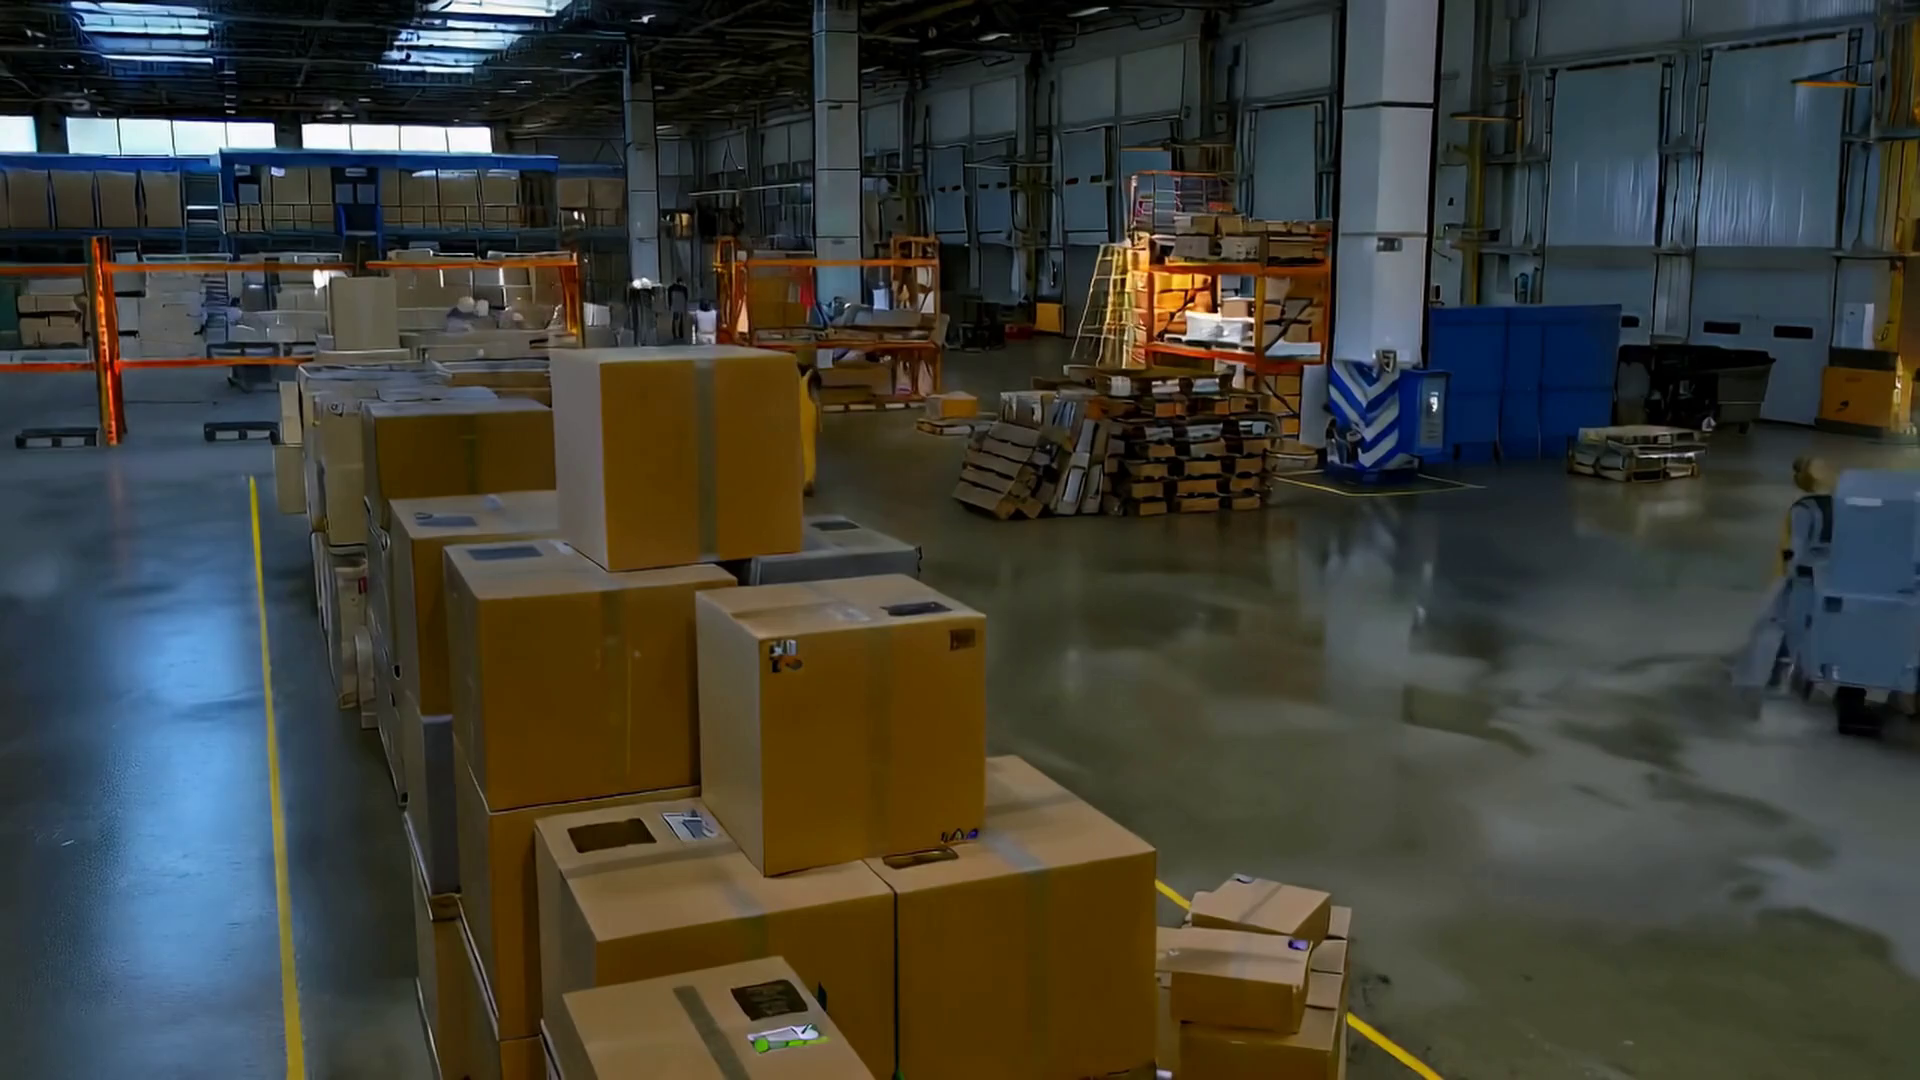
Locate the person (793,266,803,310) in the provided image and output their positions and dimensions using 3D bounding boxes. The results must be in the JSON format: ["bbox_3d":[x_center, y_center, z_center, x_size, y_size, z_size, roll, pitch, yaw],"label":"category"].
[{"bbox_3d":[-6.794,-10.621,69.661,0.396,1.993,0.617,-4,11,-19],"label":"person"}]

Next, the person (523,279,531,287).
[{"bbox_3d":[-15.597,-8.849,60.176,0.947,1.902,0.559,-5,11,-26],"label":"person"}]

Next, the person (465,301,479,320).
[{"bbox_3d":[-8.626,-3.411,30.259,0.915,1.890,0.584,-2,10,-9],"label":"person"}]

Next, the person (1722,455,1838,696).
[{"bbox_3d":[5.596,0.233,10.950,0.536,1.594,0.872,-9,14,-41],"label":"person"}]

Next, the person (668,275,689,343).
[{"bbox_3d":[-8.117,-6.661,47.993,0.628,1.940,0.373,-8,13,-38],"label":"person"}]

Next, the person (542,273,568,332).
[{"bbox_3d":[-13.121,-7.660,53.667,0.892,1.890,0.589,-4,11,-23],"label":"person"}]

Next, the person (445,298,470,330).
[{"bbox_3d":[-9.438,-3.657,31.607,1.063,1.870,0.636,5,11,25],"label":"person"}]

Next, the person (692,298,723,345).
[{"bbox_3d":[-5.125,-3.989,33.653,0.657,1.791,0.941,1,10,3],"label":"person"}]

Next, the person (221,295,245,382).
[{"bbox_3d":[-15.095,-4.198,34.744,0.532,1.827,0.960,6,12,30],"label":"person"}]

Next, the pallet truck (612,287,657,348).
[{"bbox_3d":[-6.464,-4.406,35.401,0.823,1.965,1.885,6,12,32],"label":"pallet truck"}]

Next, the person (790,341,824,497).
[{"bbox_3d":[-1.843,-1.415,19.450,0.521,1.813,0.916,-2,10,-12],"label":"person"}]

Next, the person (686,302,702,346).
[{"bbox_3d":[-5.517,-4.157,34.914,0.562,1.664,0.745,4,11,21],"label":"person"}]

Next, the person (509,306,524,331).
[{"bbox_3d":[-8.595,-3.703,32.379,0.911,1.693,0.505,-7,13,-35],"label":"person"}]

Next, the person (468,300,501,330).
[{"bbox_3d":[-8.389,-3.283,29.433,0.592,1.919,0.392,-6,12,-31],"label":"person"}]

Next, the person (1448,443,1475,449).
[{"bbox_3d":[7.197,-2.265,23.777,0.544,1.936,0.359,-9,13,-40],"label":"person"}]

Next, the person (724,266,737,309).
[{"bbox_3d":[-9.708,-10.695,70.529,0.651,1.833,0.608,4,11,21],"label":"person"}]
